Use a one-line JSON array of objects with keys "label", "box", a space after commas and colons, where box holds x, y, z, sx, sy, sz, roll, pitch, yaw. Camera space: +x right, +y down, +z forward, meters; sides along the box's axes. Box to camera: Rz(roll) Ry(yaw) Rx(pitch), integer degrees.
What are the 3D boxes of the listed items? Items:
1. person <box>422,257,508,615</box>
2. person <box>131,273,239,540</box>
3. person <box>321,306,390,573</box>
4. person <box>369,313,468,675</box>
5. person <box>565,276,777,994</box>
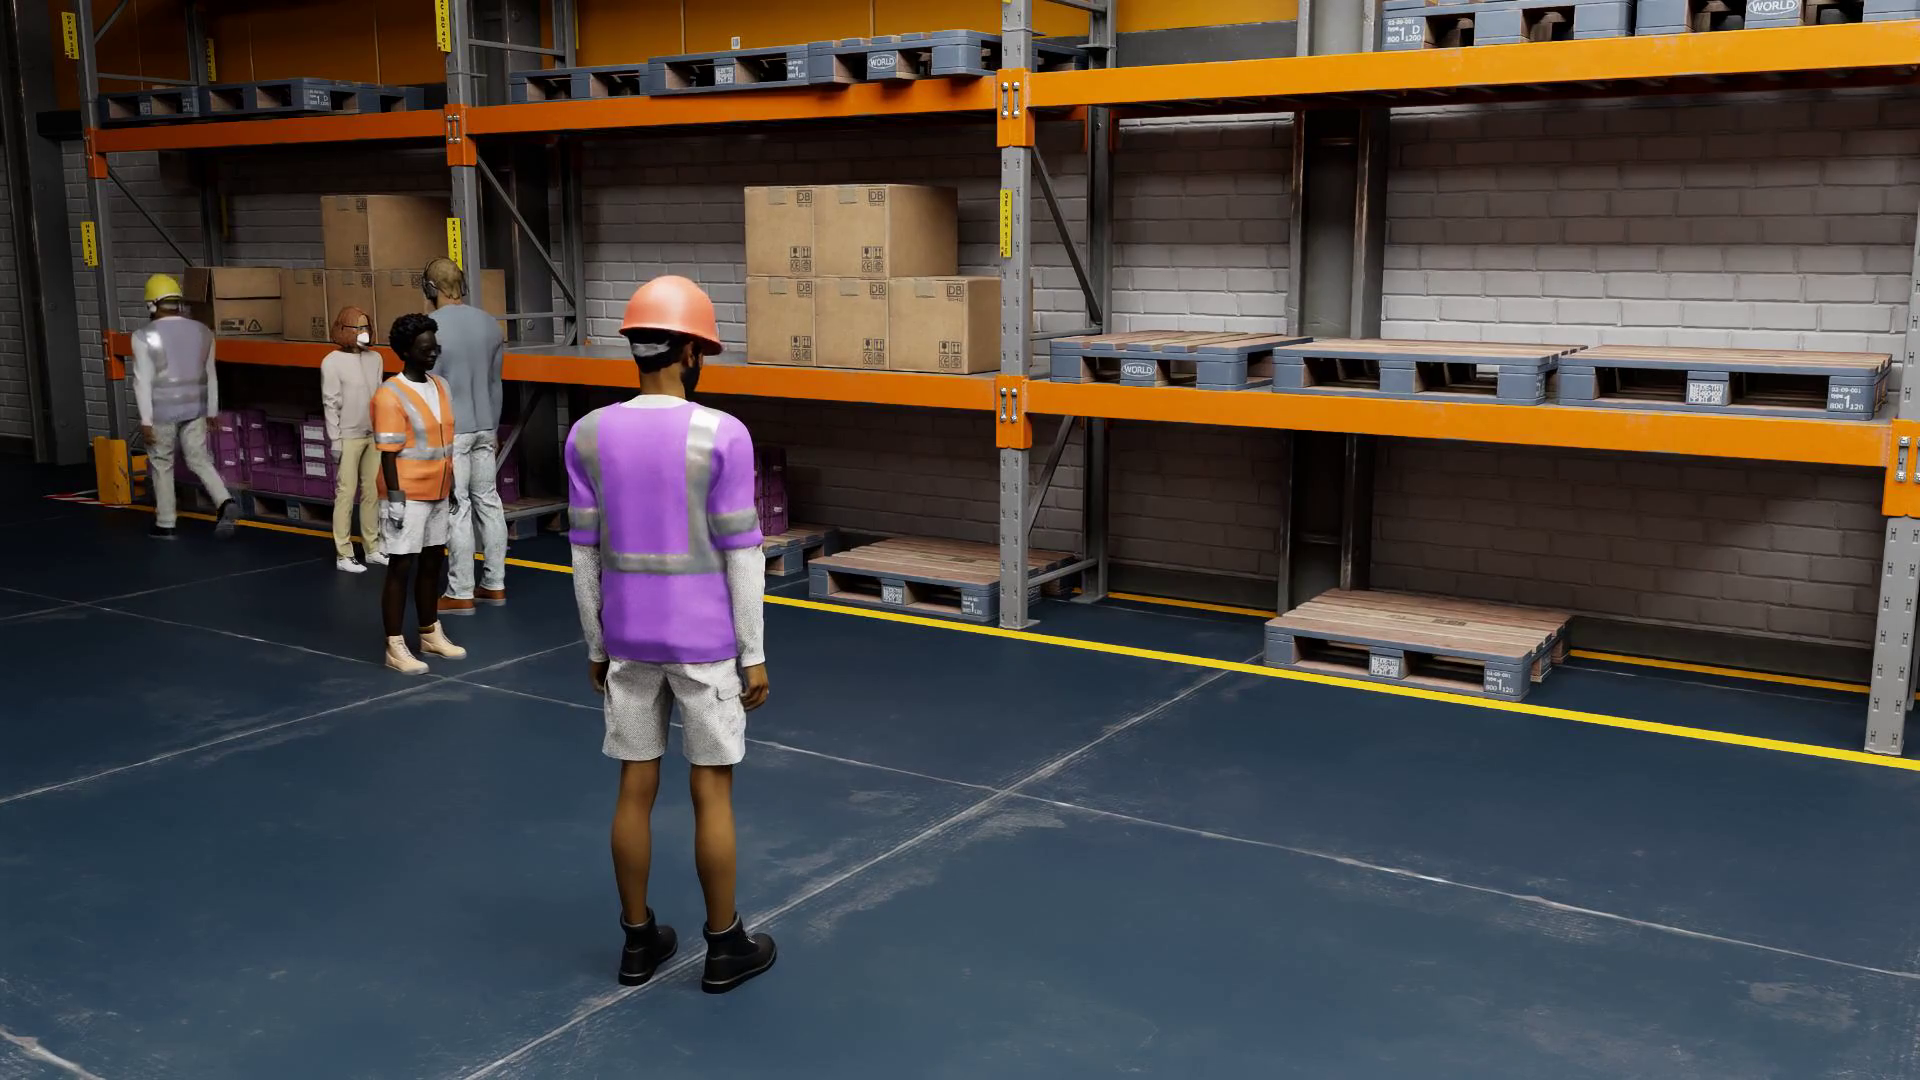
[{"label": "person", "box": [-2.722, -0.556, 9.013, 0.379, 1.933, 0.629, 6, 12, 29]}, {"label": "person", "box": [-5.200, -0.872, 11.117, 0.770, 1.808, 0.600, 7, 12, 33]}, {"label": "person", "box": [-3.689, -0.616, 10.197, 0.283, 1.625, 0.494, 4, 11, 20]}, {"label": "person", "box": [-2.551, -0.218, 7.825, 0.322, 1.690, 0.537, 3, 11, 17]}, {"label": "person", "box": [-0.765, 0.263, 4.487, 0.542, 1.928, 0.374, 3, 11, 16]}]
